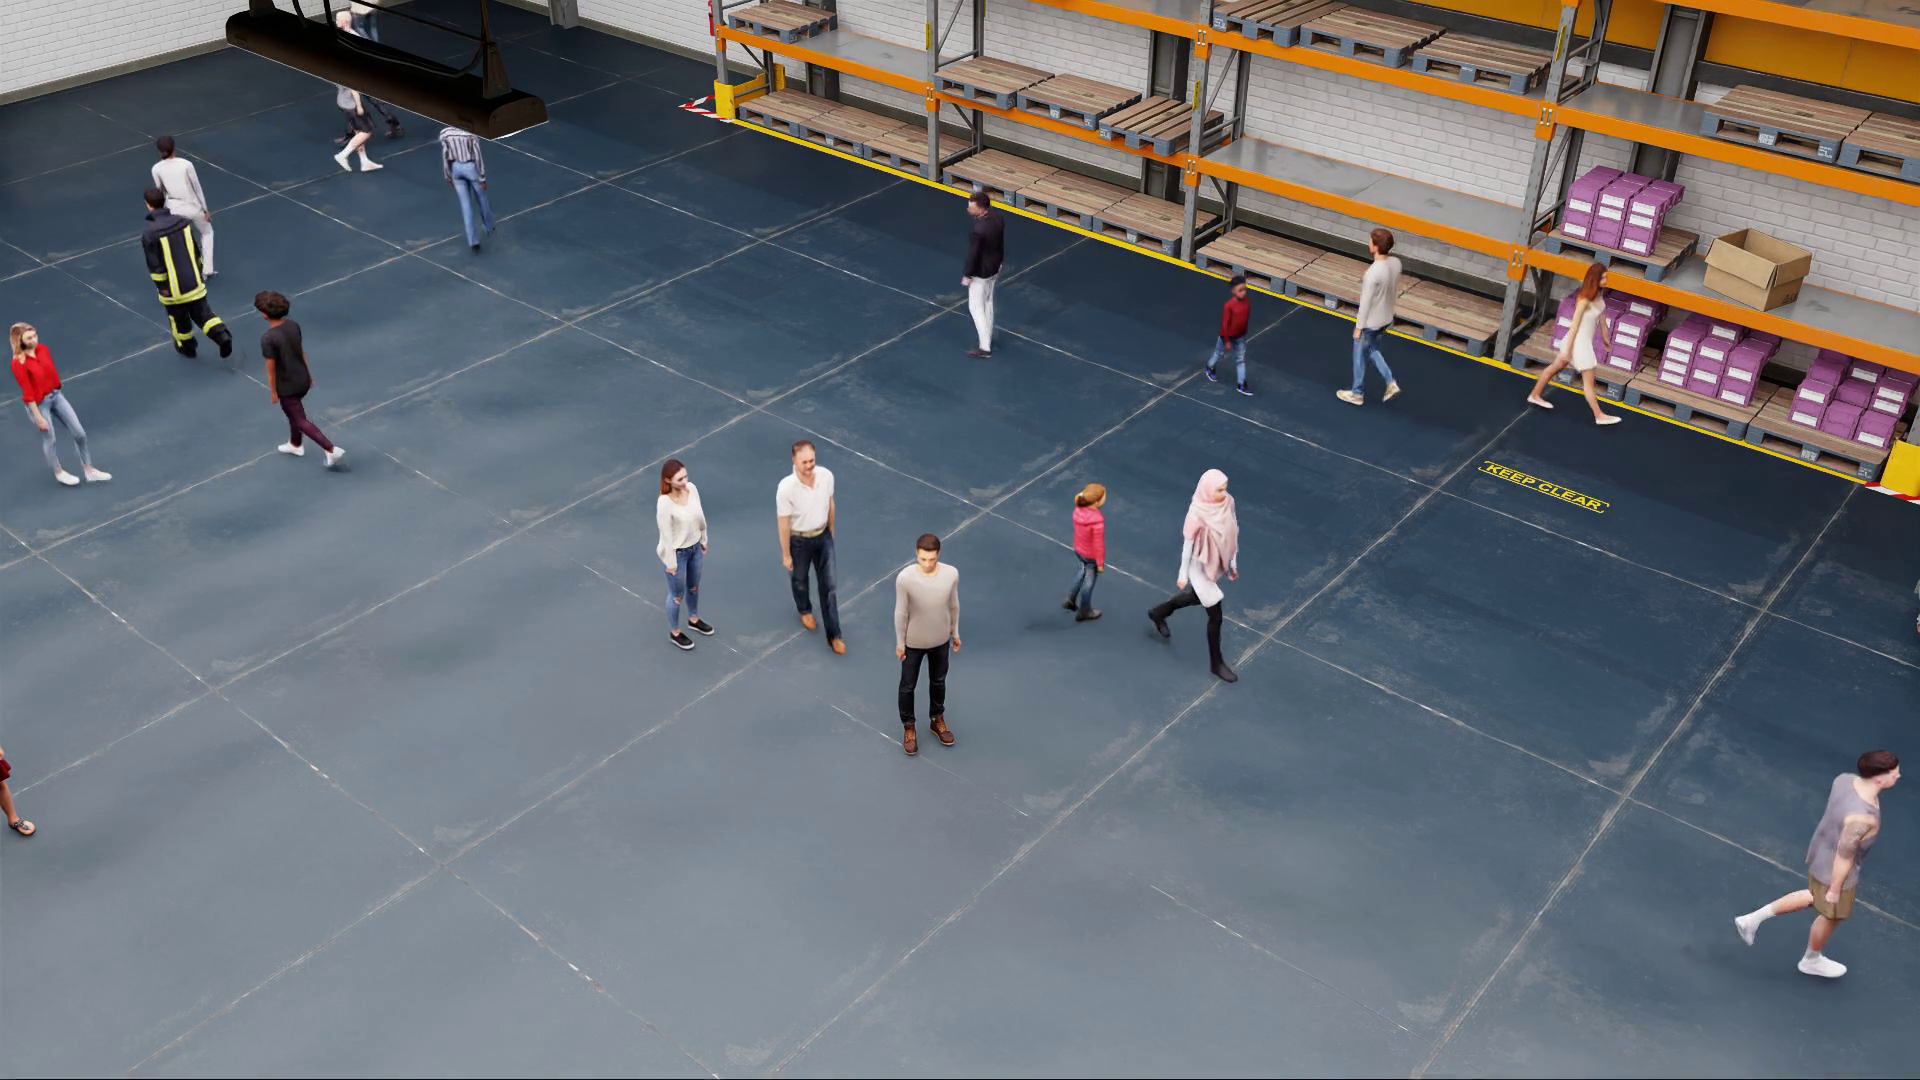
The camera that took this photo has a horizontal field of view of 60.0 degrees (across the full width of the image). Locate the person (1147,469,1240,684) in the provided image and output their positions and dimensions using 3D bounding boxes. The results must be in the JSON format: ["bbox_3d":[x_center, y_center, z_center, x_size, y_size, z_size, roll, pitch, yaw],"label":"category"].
[{"bbox_3d":[1.837,0.209,12.979,0.732,1.761,1.229,-28,43,-35],"label":"person"}]

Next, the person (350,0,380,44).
[{"bbox_3d":[-9.146,-8.181,25.683,0.694,1.671,0.741,-23,40,-30],"label":"person"}]

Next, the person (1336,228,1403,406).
[{"bbox_3d":[4.163,-2.137,16.398,0.745,1.884,0.929,-26,42,-33],"label":"person"}]

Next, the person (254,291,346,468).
[{"bbox_3d":[-6.196,-1.479,15.521,1.167,1.758,0.908,9,35,14],"label":"person"}]

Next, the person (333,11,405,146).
[{"bbox_3d":[-8.139,-6.334,22.789,1.136,1.799,1.225,-11,35,-16],"label":"person"}]

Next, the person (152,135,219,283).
[{"bbox_3d":[-8.828,-3.720,18.922,0.780,1.725,0.828,-5,34,-7],"label":"person"}]

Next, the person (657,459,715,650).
[{"bbox_3d":[-2.213,0.088,13.224,0.588,1.692,0.634,20,38,27],"label":"person"}]

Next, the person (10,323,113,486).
[{"bbox_3d":[-8.426,-1.235,15.219,0.905,1.687,0.817,9,35,13],"label":"person"}]

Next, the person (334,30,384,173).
[{"bbox_3d":[-8.071,-5.707,21.795,0.885,1.855,0.873,-20,39,-27],"label":"person"}]

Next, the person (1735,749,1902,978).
[{"bbox_3d":[5.298,1.972,10.210,1.074,1.836,0.907,7,34,10],"label":"person"}]

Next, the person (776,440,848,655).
[{"bbox_3d":[-1.257,-0.053,13.316,0.944,1.824,1.157,-15,36,-21],"label":"person"}]

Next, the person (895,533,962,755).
[{"bbox_3d":[-0.247,0.713,12.131,0.750,1.861,0.765,-10,35,-14],"label":"person"}]

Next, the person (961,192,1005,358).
[{"bbox_3d":[0.269,-2.826,17.494,0.704,1.818,0.581,-21,39,-28],"label":"person"}]

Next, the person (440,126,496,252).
[{"bbox_3d":[-5.853,-4.256,19.700,1.065,1.757,1.113,-1,34,-2],"label":"person"}]

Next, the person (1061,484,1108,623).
[{"bbox_3d":[0.982,0.119,13.524,0.684,1.309,0.609,-15,37,-22],"label":"person"}]

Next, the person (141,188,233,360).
[{"bbox_3d":[-8.044,-2.703,17.233,1.149,1.902,0.882,18,38,25],"label":"person"}]

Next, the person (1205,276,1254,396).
[{"bbox_3d":[2.733,-2.126,16.960,0.736,1.244,0.955,-15,36,-21],"label":"person"}]

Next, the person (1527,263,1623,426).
[{"bbox_3d":[5.991,-1.951,16.330,1.180,1.649,0.601,22,40,30],"label":"person"}]
